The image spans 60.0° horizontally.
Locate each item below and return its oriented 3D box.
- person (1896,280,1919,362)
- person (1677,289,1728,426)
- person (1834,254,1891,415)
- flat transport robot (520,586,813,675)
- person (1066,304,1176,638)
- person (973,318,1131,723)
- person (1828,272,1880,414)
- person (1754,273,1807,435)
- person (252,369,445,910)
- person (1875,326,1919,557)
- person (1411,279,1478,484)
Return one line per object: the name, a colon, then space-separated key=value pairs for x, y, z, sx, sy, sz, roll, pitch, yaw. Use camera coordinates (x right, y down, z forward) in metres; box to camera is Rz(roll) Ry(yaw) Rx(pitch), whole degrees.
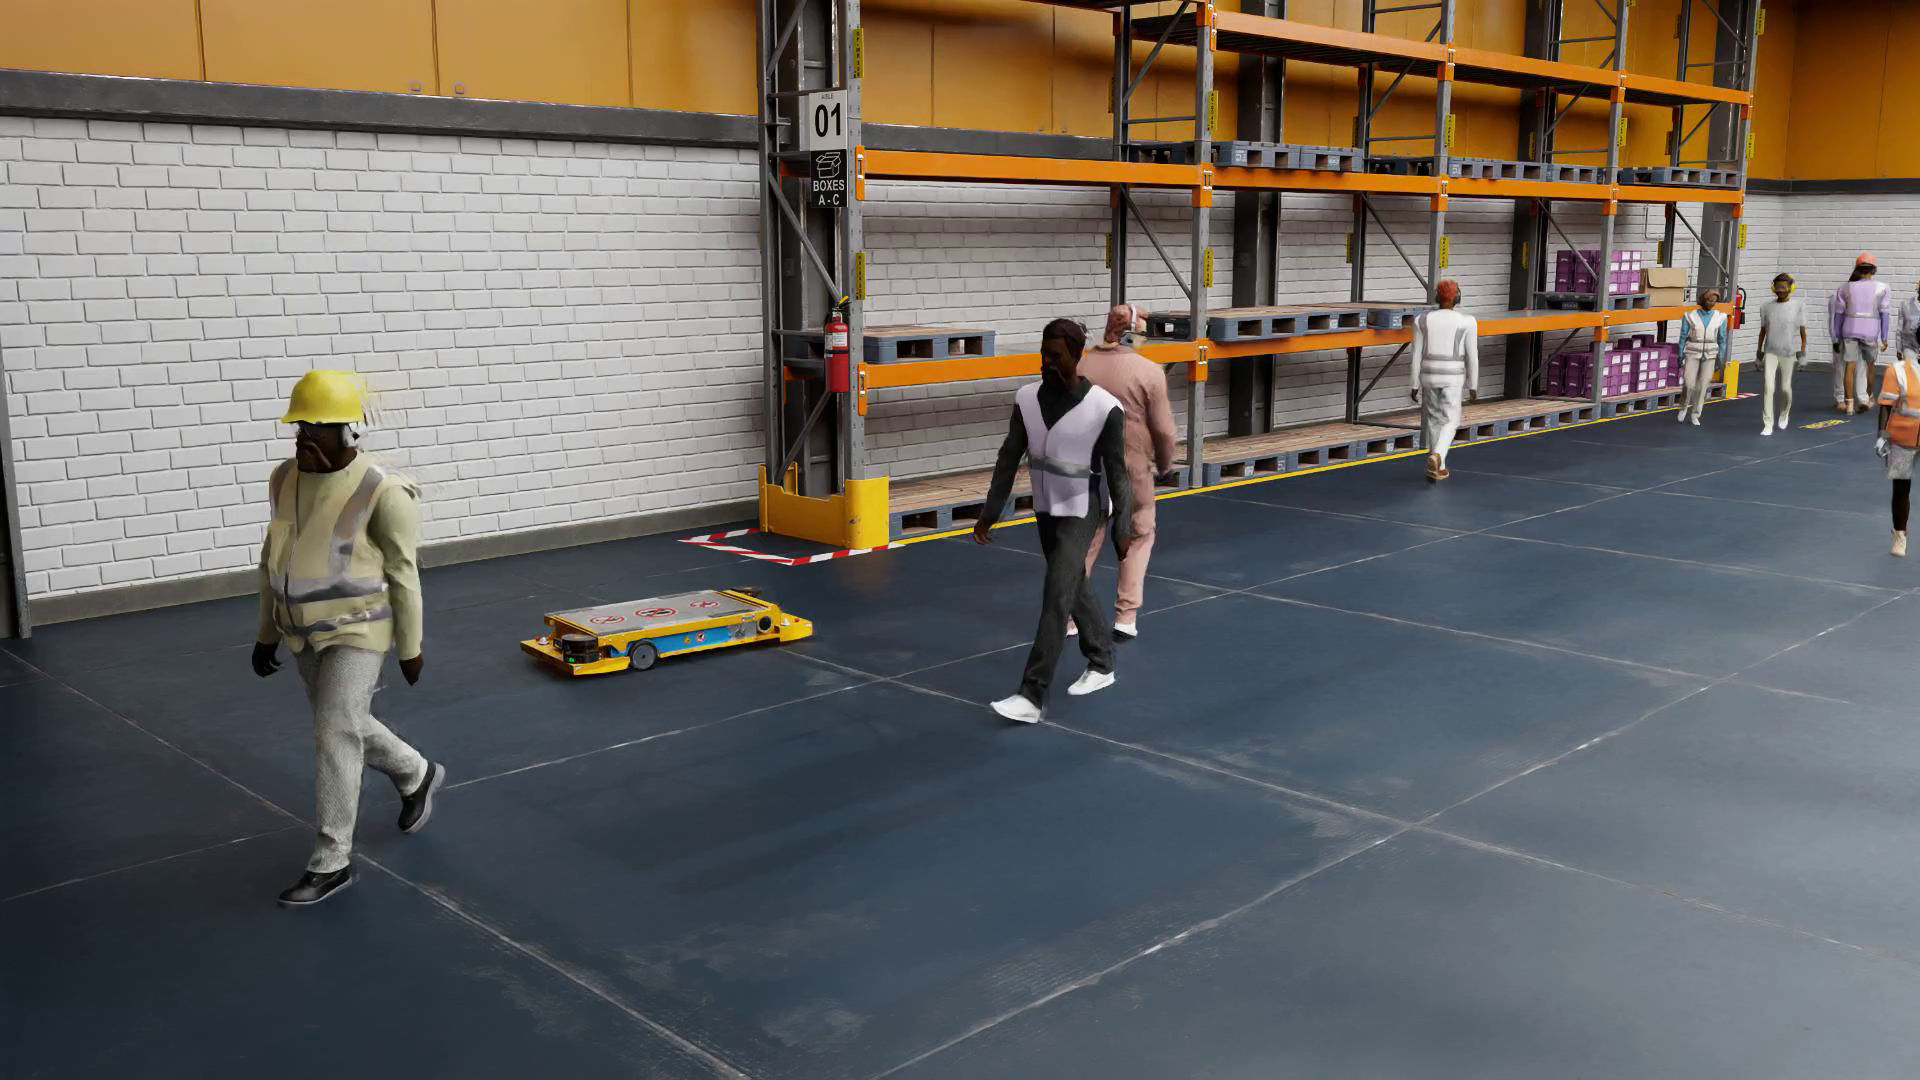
person: x=11.898 y=-2.402 z=20.565 sx=0.593 sy=1.786 sz=0.901 roll=6 pitch=12 yaw=29
person: x=8.736 y=-2.147 z=19.610 sx=0.518 sy=1.617 sz=0.383 roll=3 pitch=11 yaw=15
person: x=11.383 y=-2.593 z=21.011 sx=0.632 sy=1.994 sz=0.978 roll=6 pitch=12 yaw=31
flat transport robot: x=-1.575 y=0.471 z=9.003 sx=1.431 sy=0.197 sz=0.652 roll=-8 pitch=13 yaw=-37
person: x=0.876 y=-0.361 z=9.181 sx=0.662 sy=1.868 sz=0.509 roll=8 pitch=13 yaw=37
person: x=0.471 y=-0.105 z=7.820 sx=1.035 sy=1.861 sz=0.596 roll=-10 pitch=14 yaw=-43
person: x=11.326 y=-2.502 z=21.082 sx=0.634 sy=1.787 sz=0.966 roll=3 pitch=11 yaw=17
person: x=9.347 y=-2.116 z=18.902 sx=0.558 sy=1.832 sz=0.856 roll=7 pitch=13 yaw=34
person: x=-2.117 y=0.291 z=5.823 sx=0.578 sy=1.808 sz=0.839 roll=5 pitch=12 yaw=27
person: x=6.545 y=-0.658 z=11.355 sx=0.544 sy=1.664 sz=0.805 roll=6 pitch=12 yaw=29
person: x=4.356 y=-1.426 z=15.030 sx=0.584 sy=1.858 sz=0.835 roll=6 pitch=12 yaw=29
